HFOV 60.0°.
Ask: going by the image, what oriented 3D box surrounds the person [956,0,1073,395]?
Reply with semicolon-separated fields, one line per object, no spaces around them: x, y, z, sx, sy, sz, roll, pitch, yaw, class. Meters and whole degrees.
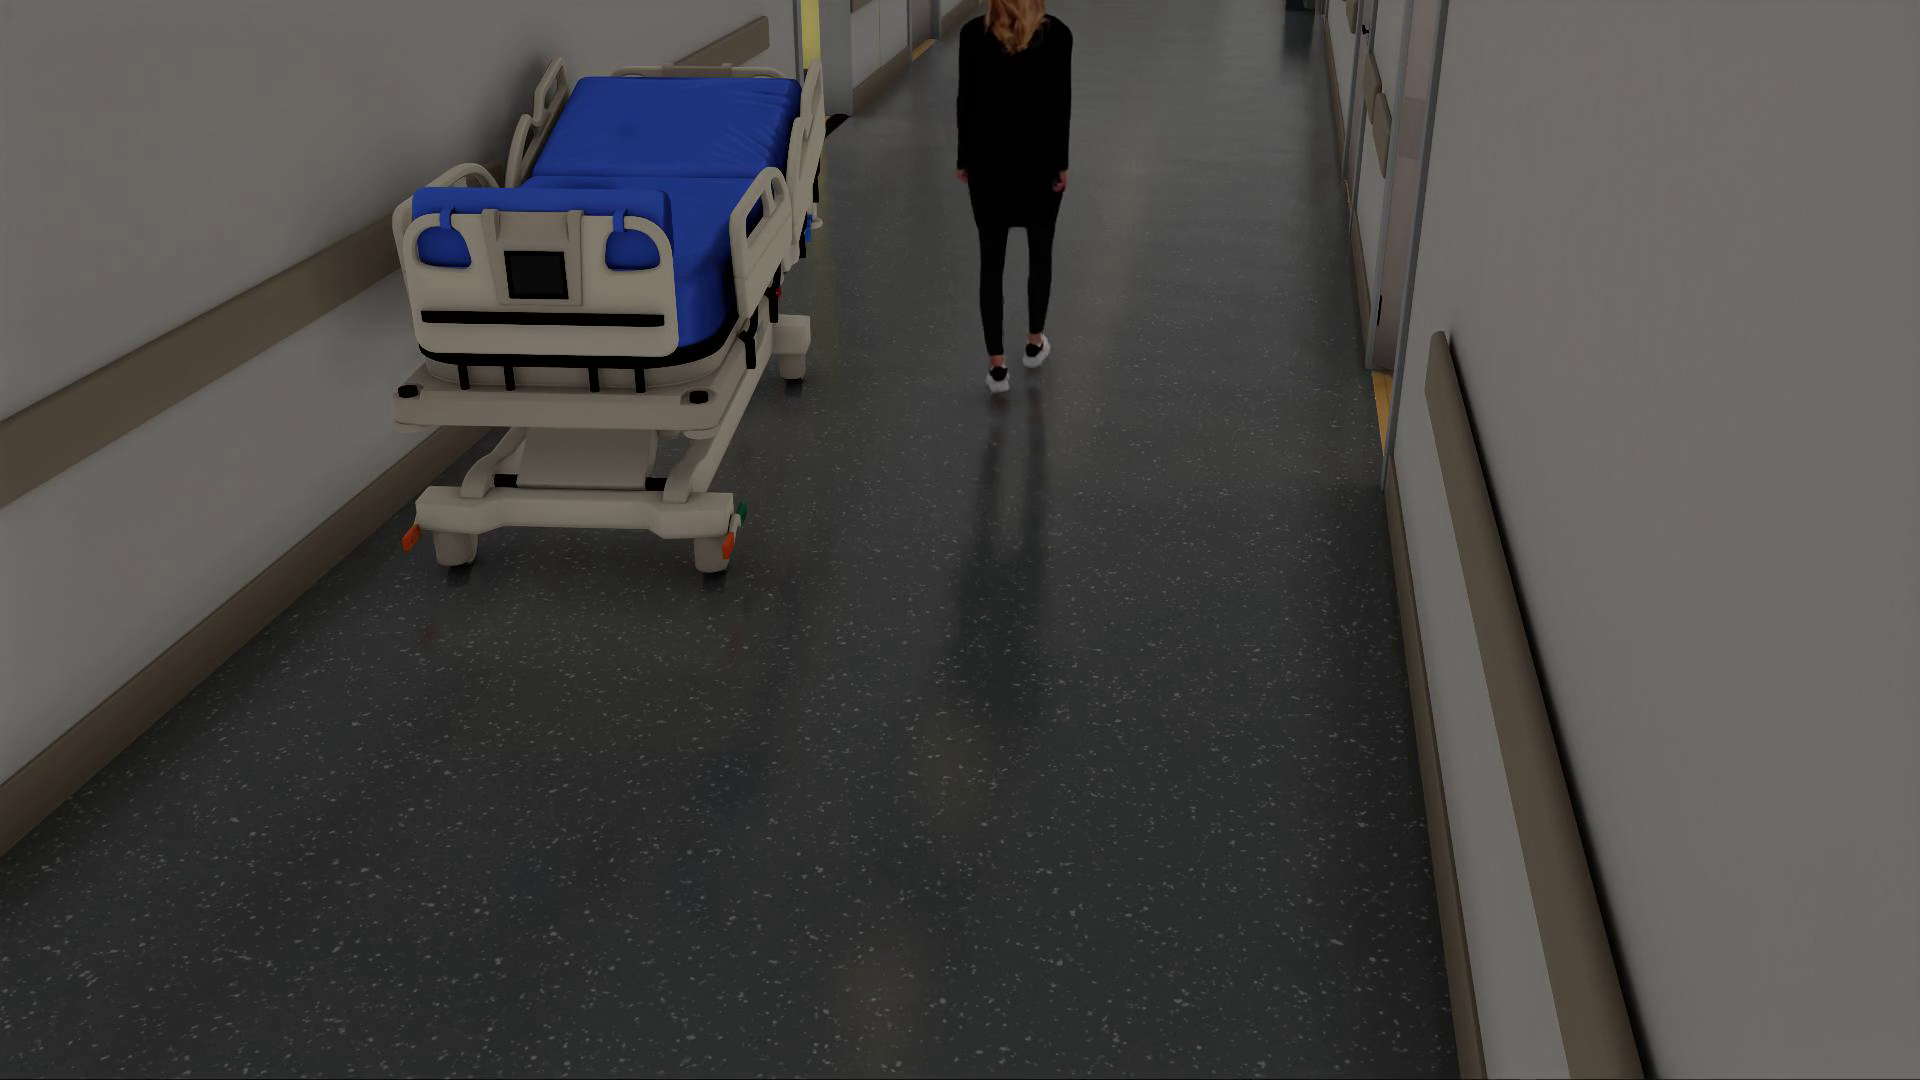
0.200;-1.447;6.647;0.863;1.786;0.698;3;26;7;person
